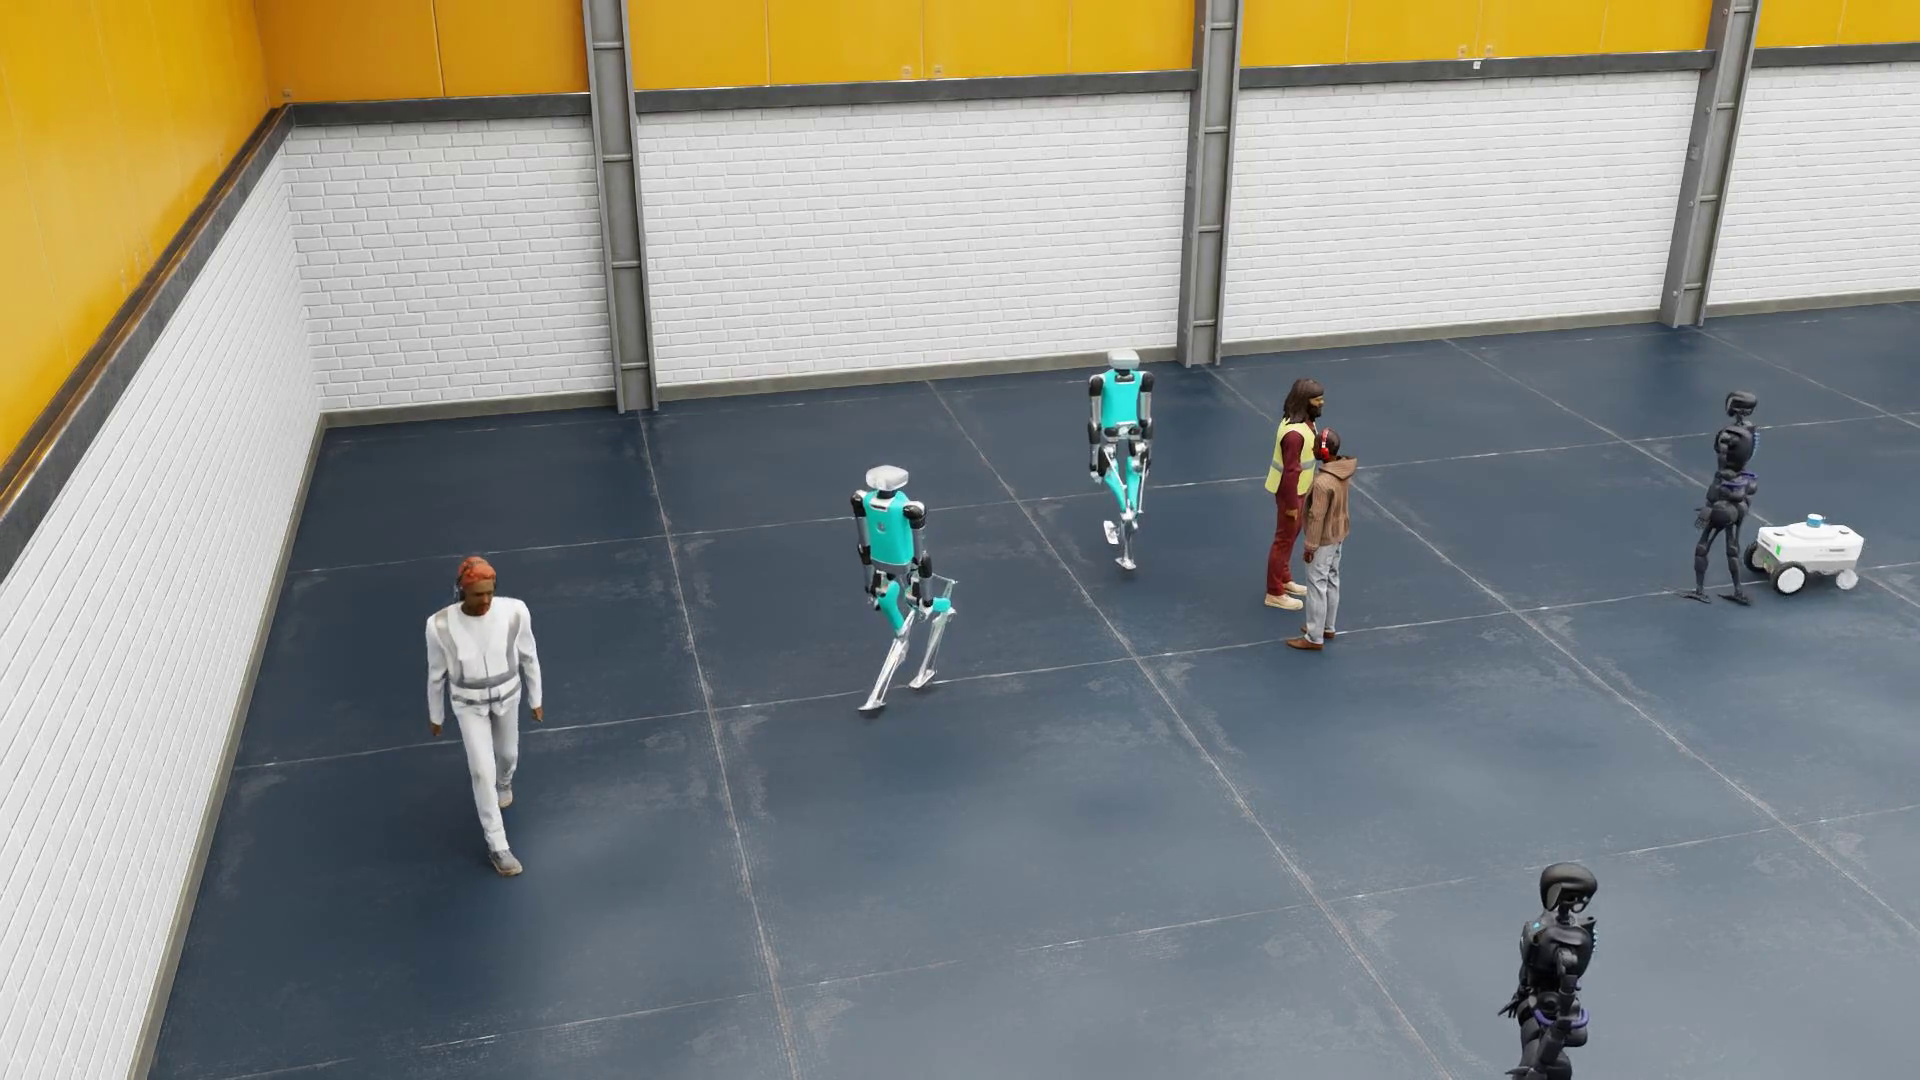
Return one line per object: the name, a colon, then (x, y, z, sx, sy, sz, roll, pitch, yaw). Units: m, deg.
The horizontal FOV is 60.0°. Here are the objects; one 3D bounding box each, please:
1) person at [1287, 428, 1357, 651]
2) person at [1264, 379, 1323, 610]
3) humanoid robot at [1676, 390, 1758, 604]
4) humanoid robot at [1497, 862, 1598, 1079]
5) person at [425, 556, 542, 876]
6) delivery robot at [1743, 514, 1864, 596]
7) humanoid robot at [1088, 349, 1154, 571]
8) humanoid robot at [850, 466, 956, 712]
person: (2.549, 0.004, 11.645, 0.329, 1.646, 0.470, 15, 28, 30)
person: (2.446, -0.349, 12.300, 0.365, 1.764, 0.470, 9, 25, 20)
humanoid robot: (5.722, -0.307, 12.324, 0.601, 1.638, 0.485, -21, 31, -39)
humanoid robot: (2.414, 2.042, 6.972, 0.467, 1.647, 0.601, 3, 24, 8)
person: (-2.692, 0.888, 9.402, 0.625, 1.841, 0.923, -11, 26, -24)
delivery robot: (6.518, 0.087, 12.789, 0.759, 0.579, 0.499, -2, 24, -3)
humanoid robot: (1.301, -0.562, 12.822, 0.540, 1.729, 1.037, -7, 25, -16)
humanoid robot: (-0.334, 0.288, 10.890, 0.545, 1.743, 0.966, 14, 27, 28)
